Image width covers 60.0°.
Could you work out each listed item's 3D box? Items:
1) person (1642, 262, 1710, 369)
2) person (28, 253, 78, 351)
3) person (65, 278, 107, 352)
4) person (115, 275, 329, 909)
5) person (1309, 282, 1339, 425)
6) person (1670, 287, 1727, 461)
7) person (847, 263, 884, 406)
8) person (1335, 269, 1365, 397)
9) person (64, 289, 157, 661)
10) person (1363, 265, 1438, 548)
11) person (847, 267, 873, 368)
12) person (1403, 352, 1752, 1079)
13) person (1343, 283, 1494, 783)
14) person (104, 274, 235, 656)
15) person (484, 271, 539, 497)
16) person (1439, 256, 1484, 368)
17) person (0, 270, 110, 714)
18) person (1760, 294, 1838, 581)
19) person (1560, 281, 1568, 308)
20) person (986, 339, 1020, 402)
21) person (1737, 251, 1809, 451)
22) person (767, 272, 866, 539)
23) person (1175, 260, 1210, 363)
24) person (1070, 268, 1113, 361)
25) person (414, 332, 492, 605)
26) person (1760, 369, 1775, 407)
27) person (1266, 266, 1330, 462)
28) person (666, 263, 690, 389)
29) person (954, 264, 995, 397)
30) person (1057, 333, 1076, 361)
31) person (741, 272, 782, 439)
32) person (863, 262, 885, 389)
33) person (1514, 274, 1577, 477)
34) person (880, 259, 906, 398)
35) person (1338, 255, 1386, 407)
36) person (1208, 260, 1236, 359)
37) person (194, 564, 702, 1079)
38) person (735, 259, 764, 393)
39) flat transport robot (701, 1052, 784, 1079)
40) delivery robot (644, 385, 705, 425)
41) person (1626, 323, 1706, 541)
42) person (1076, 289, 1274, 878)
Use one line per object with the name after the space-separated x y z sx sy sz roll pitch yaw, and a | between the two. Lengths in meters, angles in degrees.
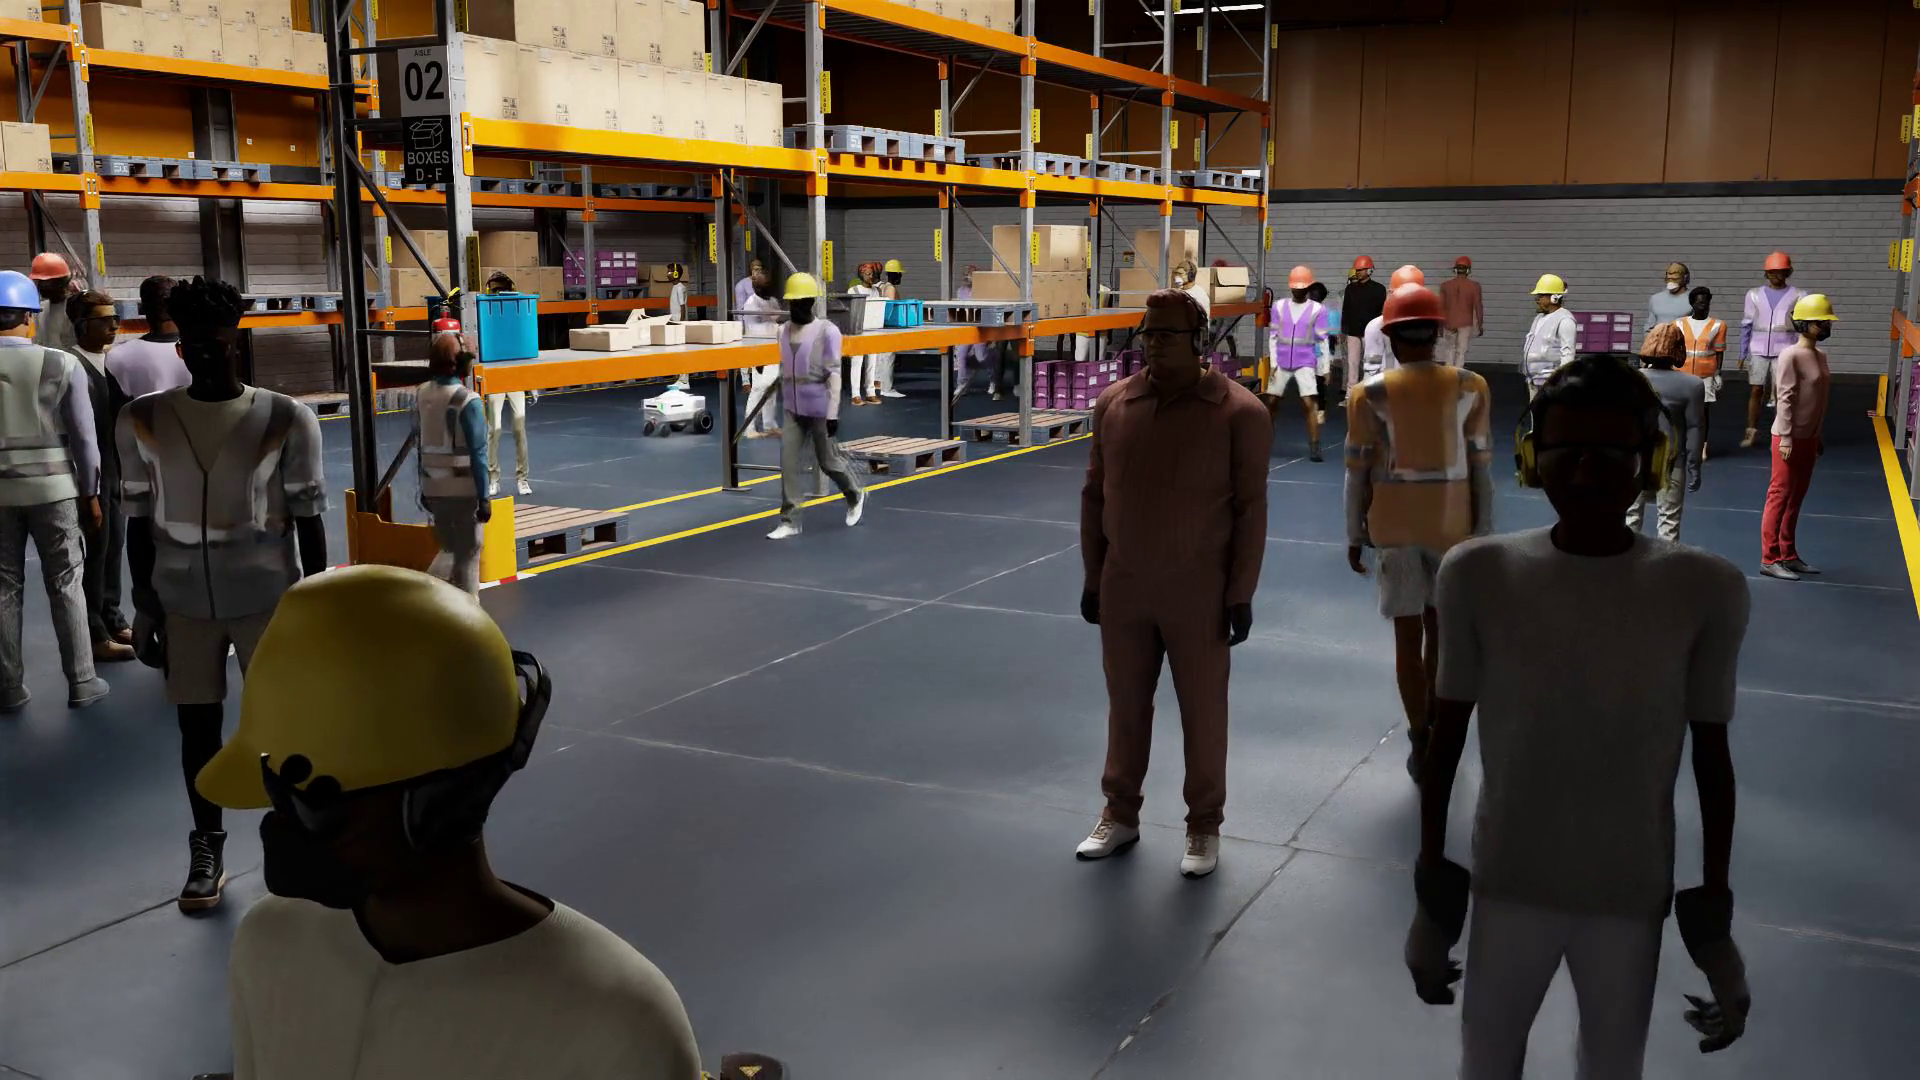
7.075 -1.787 16.527 0.371 1.935 0.627 -8 13 -38 | person
-6.866 -1.176 12.735 0.623 2.016 0.624 6 12 32 | person
-7.318 -1.233 13.708 0.571 1.806 0.901 2 10 10 | person
-2.250 0.173 5.132 0.599 1.958 0.384 -1 10 -7 | person
4.207 -2.190 19.588 0.540 1.687 0.383 9 13 42 | person
7.162 -1.609 16.210 0.559 1.692 0.322 5 11 28 | person
-1.244 -2.737 22.178 0.576 1.882 0.362 -8 13 -39 | person
5.546 -2.923 23.399 0.592 1.833 0.404 -1 10 -5 | person
-4.302 -0.325 8.321 0.328 1.844 0.514 -1 10 -5 | person
3.030 -0.907 11.421 0.547 1.938 0.379 -3 10 -17 | person
-1.730 -3.919 29.190 0.443 1.819 0.720 -9 14 -43 | person
1.028 0.615 2.814 0.534 1.868 0.318 3 10 18 | person
1.788 -0.051 6.579 0.570 1.895 0.852 1 10 4 | person
-3.858 -0.342 8.212 0.593 1.918 0.391 -7 12 -36 | person
-3.789 -1.294 13.863 0.535 1.869 0.314 -3 10 -15 | person
7.323 -3.145 24.284 0.607 1.965 0.628 7 12 37 | person
-4.125 -0.207 7.351 0.616 1.942 0.408 -3 10 -16 | person
5.249 -0.640 10.374 0.524 1.769 0.314 -8 13 -40 | person
9.171 -3.168 25.536 0.872 1.585 0.495 9 13 42 | person
0.677 -2.862 22.680 0.698 1.957 0.600 2 10 13 | person
8.295 -1.924 17.011 0.614 2.041 0.388 7 12 37 | person
-1.033 -0.976 11.975 0.596 1.895 0.885 7 12 34 | person
2.517 -2.110 18.383 0.377 1.940 0.629 -4 11 -24 | person
1.801 -2.830 22.862 0.622 1.837 0.428 -1 10 -5 | person
-2.577 -0.233 8.403 0.535 1.624 0.416 8 12 38 | person
10.626 -2.527 21.746 0.556 1.602 0.514 -9 13 -41 | person
3.252 -1.724 16.313 0.767 1.894 0.566 4 11 22 | person
-4.202 -3.168 24.711 0.313 1.869 0.538 -3 10 -16 | person
0.220 -2.972 23.580 0.658 1.868 0.898 7 12 37 | person
1.876 -3.957 29.091 0.547 1.934 0.376 3 10 19 | person
-2.138 -2.013 18.212 0.462 1.813 0.672 3 10 16 | person
-1.234 -3.196 24.829 0.337 1.882 0.584 -4 11 -22 | person
5.194 -1.428 14.741 0.404 1.830 0.602 -1 10 -9 | person
-0.958 -2.965 23.369 0.386 1.928 0.589 -2 10 -11 | person
5.240 -2.708 21.683 0.621 1.992 0.397 9 13 42 | person
4.386 -3.810 28.339 0.894 1.890 0.548 -3 10 -16 | person
-0.472 0.887 1.542 0.533 1.765 0.322 4 11 23 | person
-2.981 -3.118 24.223 0.634 1.936 0.351 -9 14 -43 | person
-1.078 1.312 3.399 1.431 0.197 0.652 -1 10 -6 | flat transport robot
-3.171 -1.482 18.481 0.477 0.478 0.707 7 12 37 | delivery robot
3.935 -0.409 9.419 0.507 1.632 0.268 7 12 36 | person
0.674 0.141 5.451 0.639 1.908 0.409 5 11 28 | person
